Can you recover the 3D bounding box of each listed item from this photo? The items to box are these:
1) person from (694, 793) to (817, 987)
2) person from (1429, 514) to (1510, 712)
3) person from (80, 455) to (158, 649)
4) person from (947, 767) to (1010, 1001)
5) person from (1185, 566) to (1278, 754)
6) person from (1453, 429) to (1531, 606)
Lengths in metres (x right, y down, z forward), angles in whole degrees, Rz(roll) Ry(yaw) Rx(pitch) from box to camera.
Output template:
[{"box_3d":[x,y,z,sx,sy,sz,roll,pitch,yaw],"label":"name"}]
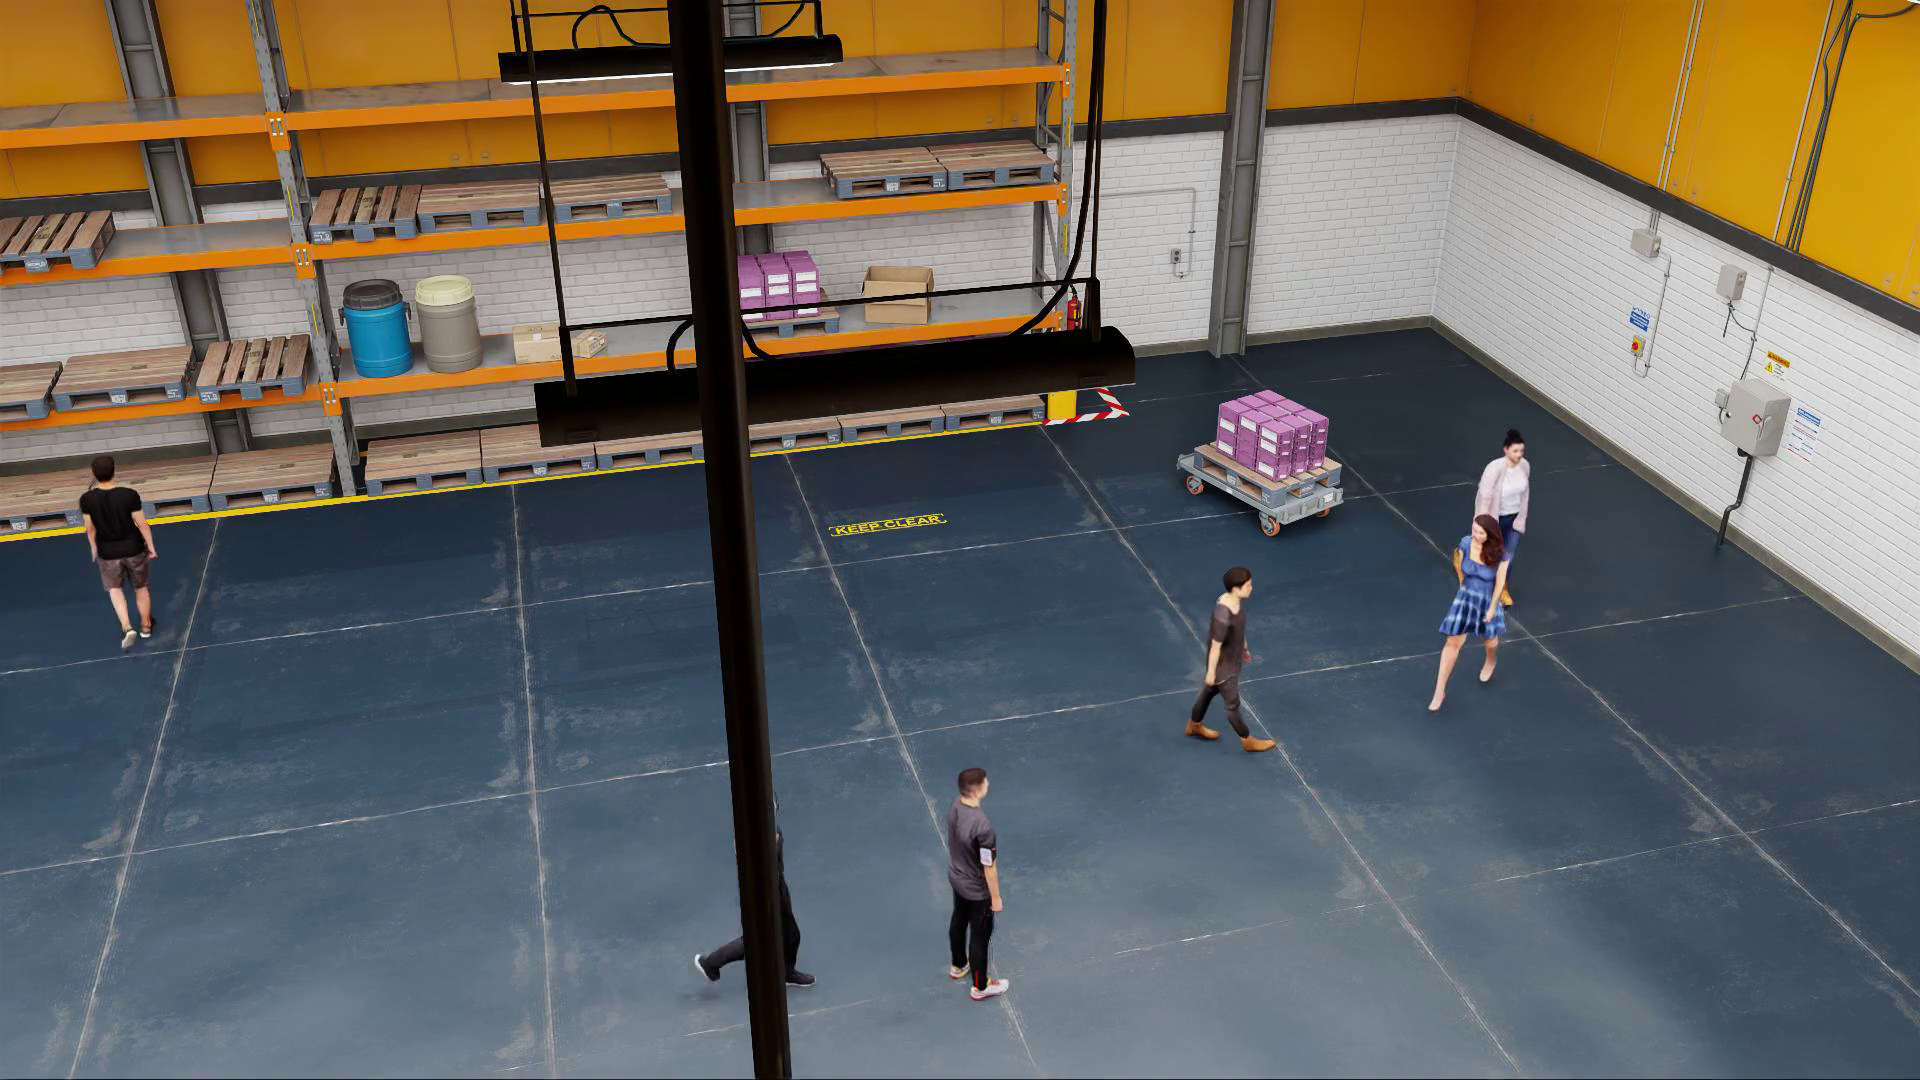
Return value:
[{"box_3d":[-1.384,2.320,10.938,1.091,1.723,0.788,0,29,-1],"label":"person"},{"box_3d":[4.426,0.578,14.107,1.090,1.747,1.260,22,35,34],"label":"person"},{"box_3d":[-7.494,0.128,14.822,0.899,1.852,0.802,-11,30,-19],"label":"person"},{"box_3d":[0.063,2.257,11.012,0.650,1.762,0.697,-14,32,-24],"label":"person"},{"box_3d":[2.059,0.954,13.487,1.107,1.679,0.954,8,30,15],"label":"person"},{"box_3d":[5.043,-0.278,15.711,1.000,1.713,0.753,-8,30,-14],"label":"person"}]
